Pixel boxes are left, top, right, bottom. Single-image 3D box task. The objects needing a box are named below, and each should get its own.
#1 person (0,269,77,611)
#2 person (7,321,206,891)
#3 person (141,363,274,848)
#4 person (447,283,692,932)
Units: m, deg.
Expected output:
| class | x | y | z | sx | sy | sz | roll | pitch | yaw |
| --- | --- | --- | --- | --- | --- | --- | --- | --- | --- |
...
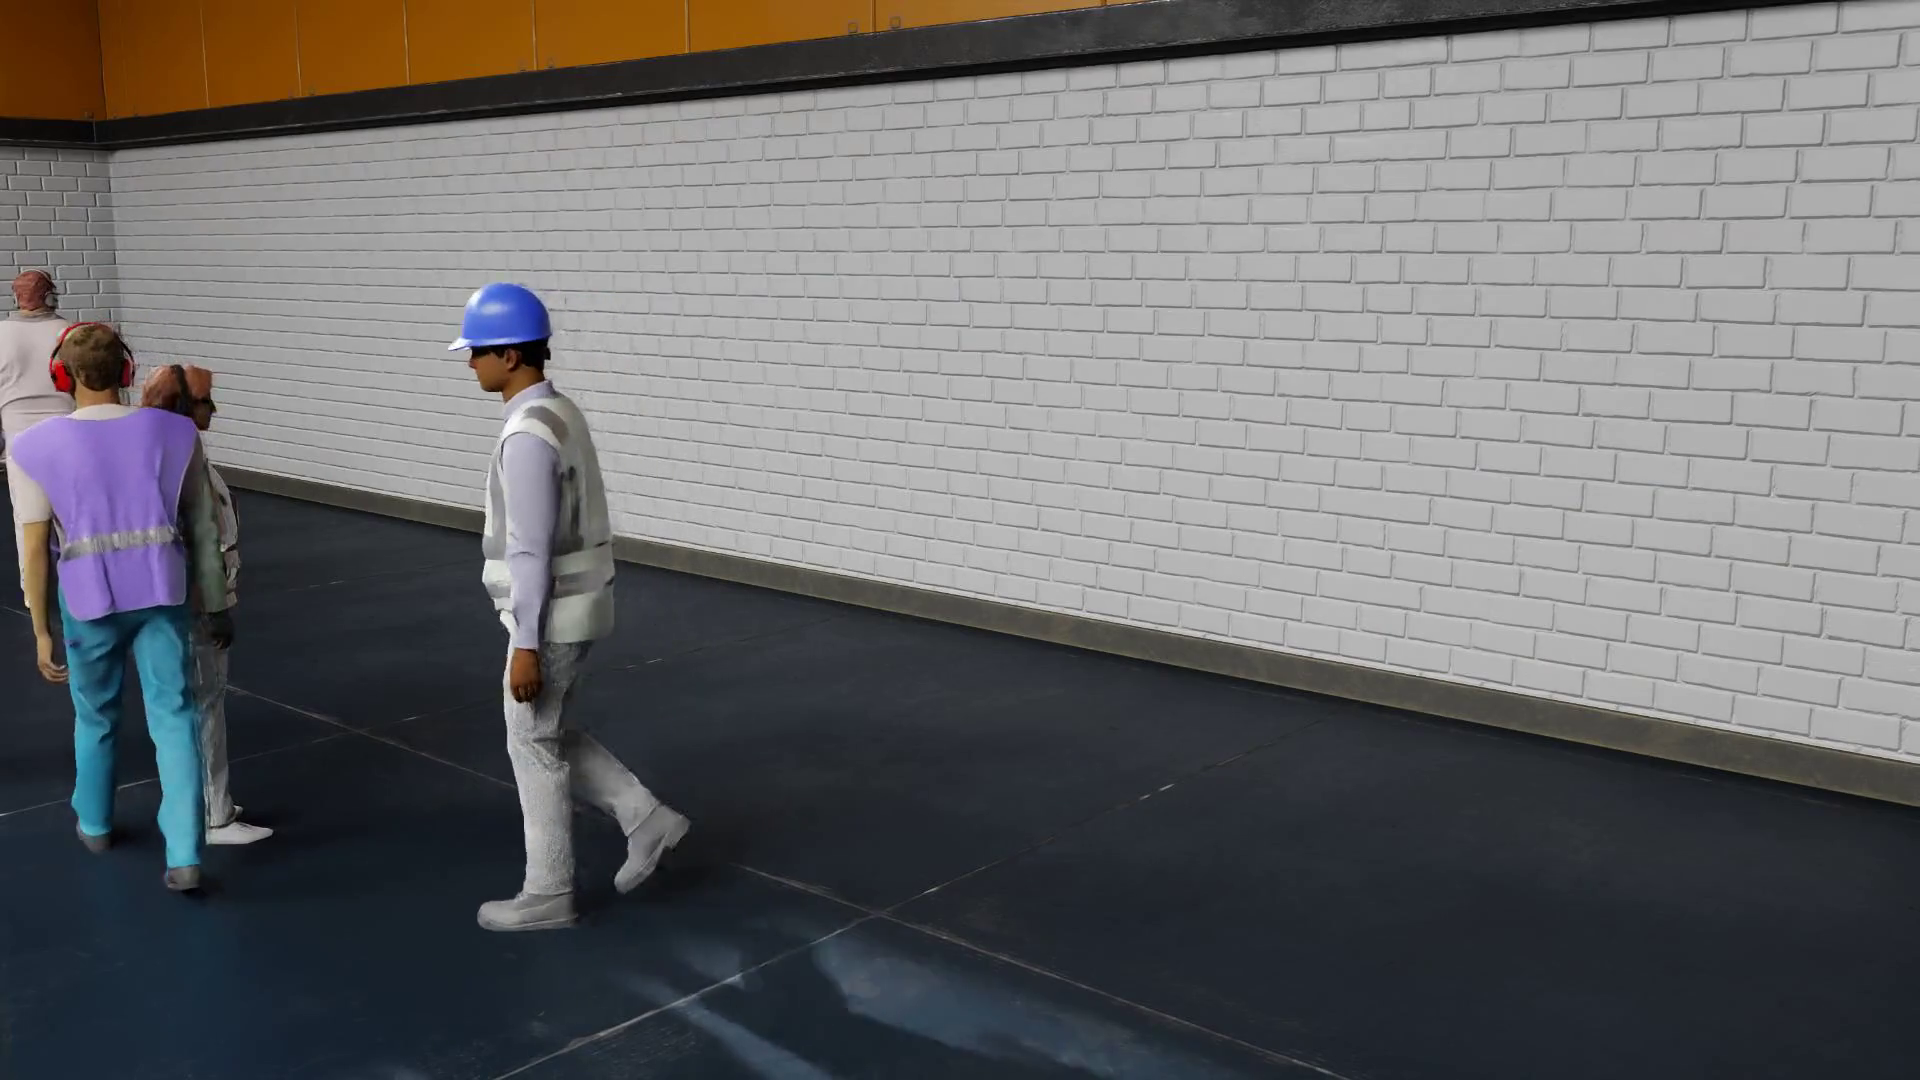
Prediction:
| class | x | y | z | sx | sy | sz | roll | pitch | yaw |
| --- | --- | --- | --- | --- | --- | --- | --- | --- | --- |
| person | -5.108 | -0.555 | 9.329 | 0.648 | 1.904 | 0.401 | -3 | 11 | -19 |
| person | -2.675 | 0.205 | 5.324 | 0.586 | 1.798 | 0.961 | -7 | 12 | -36 |
| person | -2.600 | 0.224 | 5.646 | 0.307 | 1.640 | 0.513 | -8 | 13 | -39 |
| person | -1.177 | 0.213 | 4.890 | 0.558 | 1.924 | 0.628 | -1 | 10 | -7 |
